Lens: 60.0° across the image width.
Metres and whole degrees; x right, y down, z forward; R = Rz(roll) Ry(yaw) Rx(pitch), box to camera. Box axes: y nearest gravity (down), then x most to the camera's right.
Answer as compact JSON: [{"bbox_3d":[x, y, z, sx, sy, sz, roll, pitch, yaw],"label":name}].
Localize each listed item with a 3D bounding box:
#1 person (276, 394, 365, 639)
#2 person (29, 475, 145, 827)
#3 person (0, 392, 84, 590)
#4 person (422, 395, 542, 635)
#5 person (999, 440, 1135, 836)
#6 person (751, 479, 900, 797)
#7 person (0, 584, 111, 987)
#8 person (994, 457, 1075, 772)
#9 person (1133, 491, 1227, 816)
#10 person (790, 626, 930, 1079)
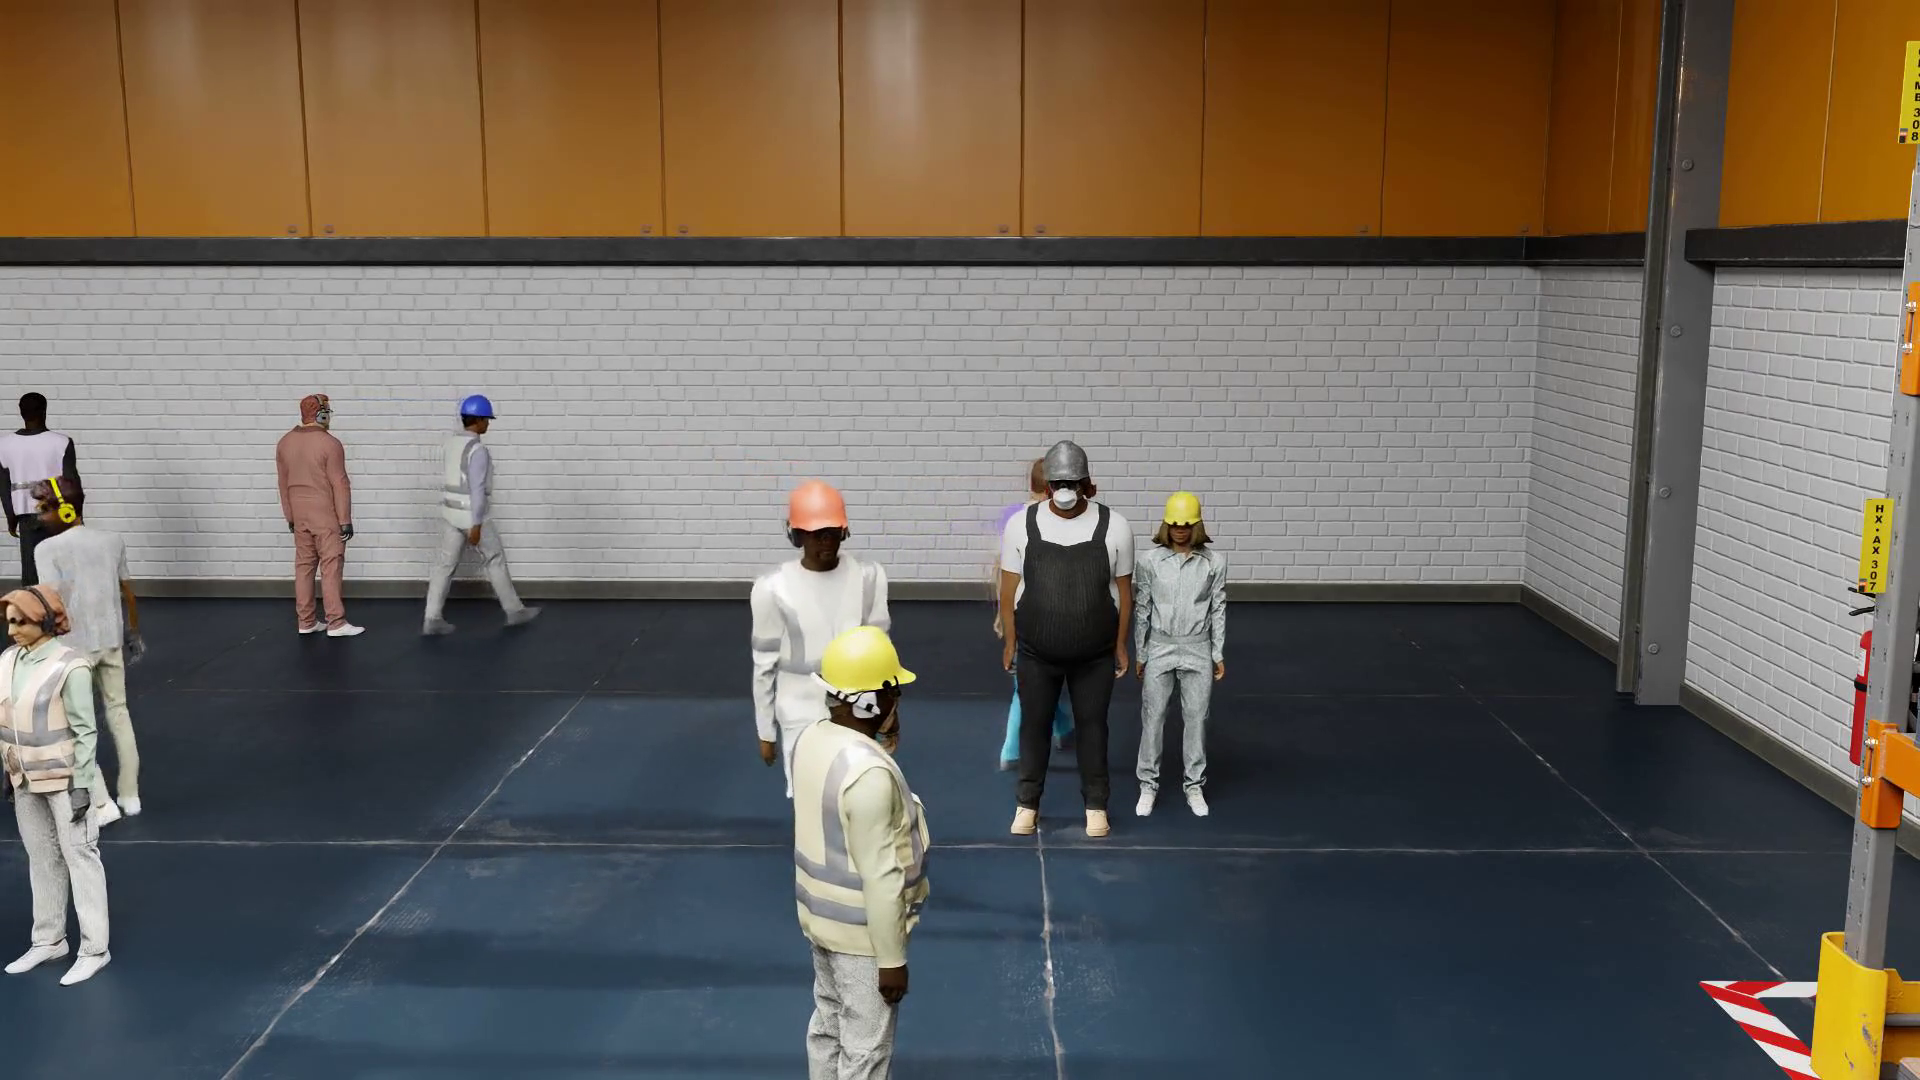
[{"bbox_3d":[-4.990,-0.187,12.999,0.652,1.906,0.403,4,10,24],"label":"person"},{"bbox_3d":[-4.438,0.576,8.622,0.491,1.851,0.697,6,11,30],"label":"person"},{"bbox_3d":[-7.182,-0.196,13.022,0.593,1.917,0.392,-2,10,-10],"label":"person"},{"bbox_3d":[-3.857,-0.198,13.133,0.614,1.894,0.972,9,13,42],"label":"person"},{"bbox_3d":[0.538,0.505,8.446,0.689,2.000,0.539,1,10,5],"label":"person"},{"bbox_3d":[-0.594,0.728,7.146,0.631,2.028,0.582,-4,10,-23],"label":"person"},{"bbox_3d":[-3.704,0.986,6.773,0.511,1.638,0.307,4,10,24],"label":"person"},{"bbox_3d":[0.546,0.415,9.705,0.916,1.804,0.568,-7,12,-37],"label":"person"},{"bbox_3d":[1.157,0.604,8.753,0.492,1.740,0.325,0,9,1],"label":"person"},{"bbox_3d":[-0.295,1.165,5.109,0.403,1.835,0.587,-5,11,-26],"label":"person"}]
